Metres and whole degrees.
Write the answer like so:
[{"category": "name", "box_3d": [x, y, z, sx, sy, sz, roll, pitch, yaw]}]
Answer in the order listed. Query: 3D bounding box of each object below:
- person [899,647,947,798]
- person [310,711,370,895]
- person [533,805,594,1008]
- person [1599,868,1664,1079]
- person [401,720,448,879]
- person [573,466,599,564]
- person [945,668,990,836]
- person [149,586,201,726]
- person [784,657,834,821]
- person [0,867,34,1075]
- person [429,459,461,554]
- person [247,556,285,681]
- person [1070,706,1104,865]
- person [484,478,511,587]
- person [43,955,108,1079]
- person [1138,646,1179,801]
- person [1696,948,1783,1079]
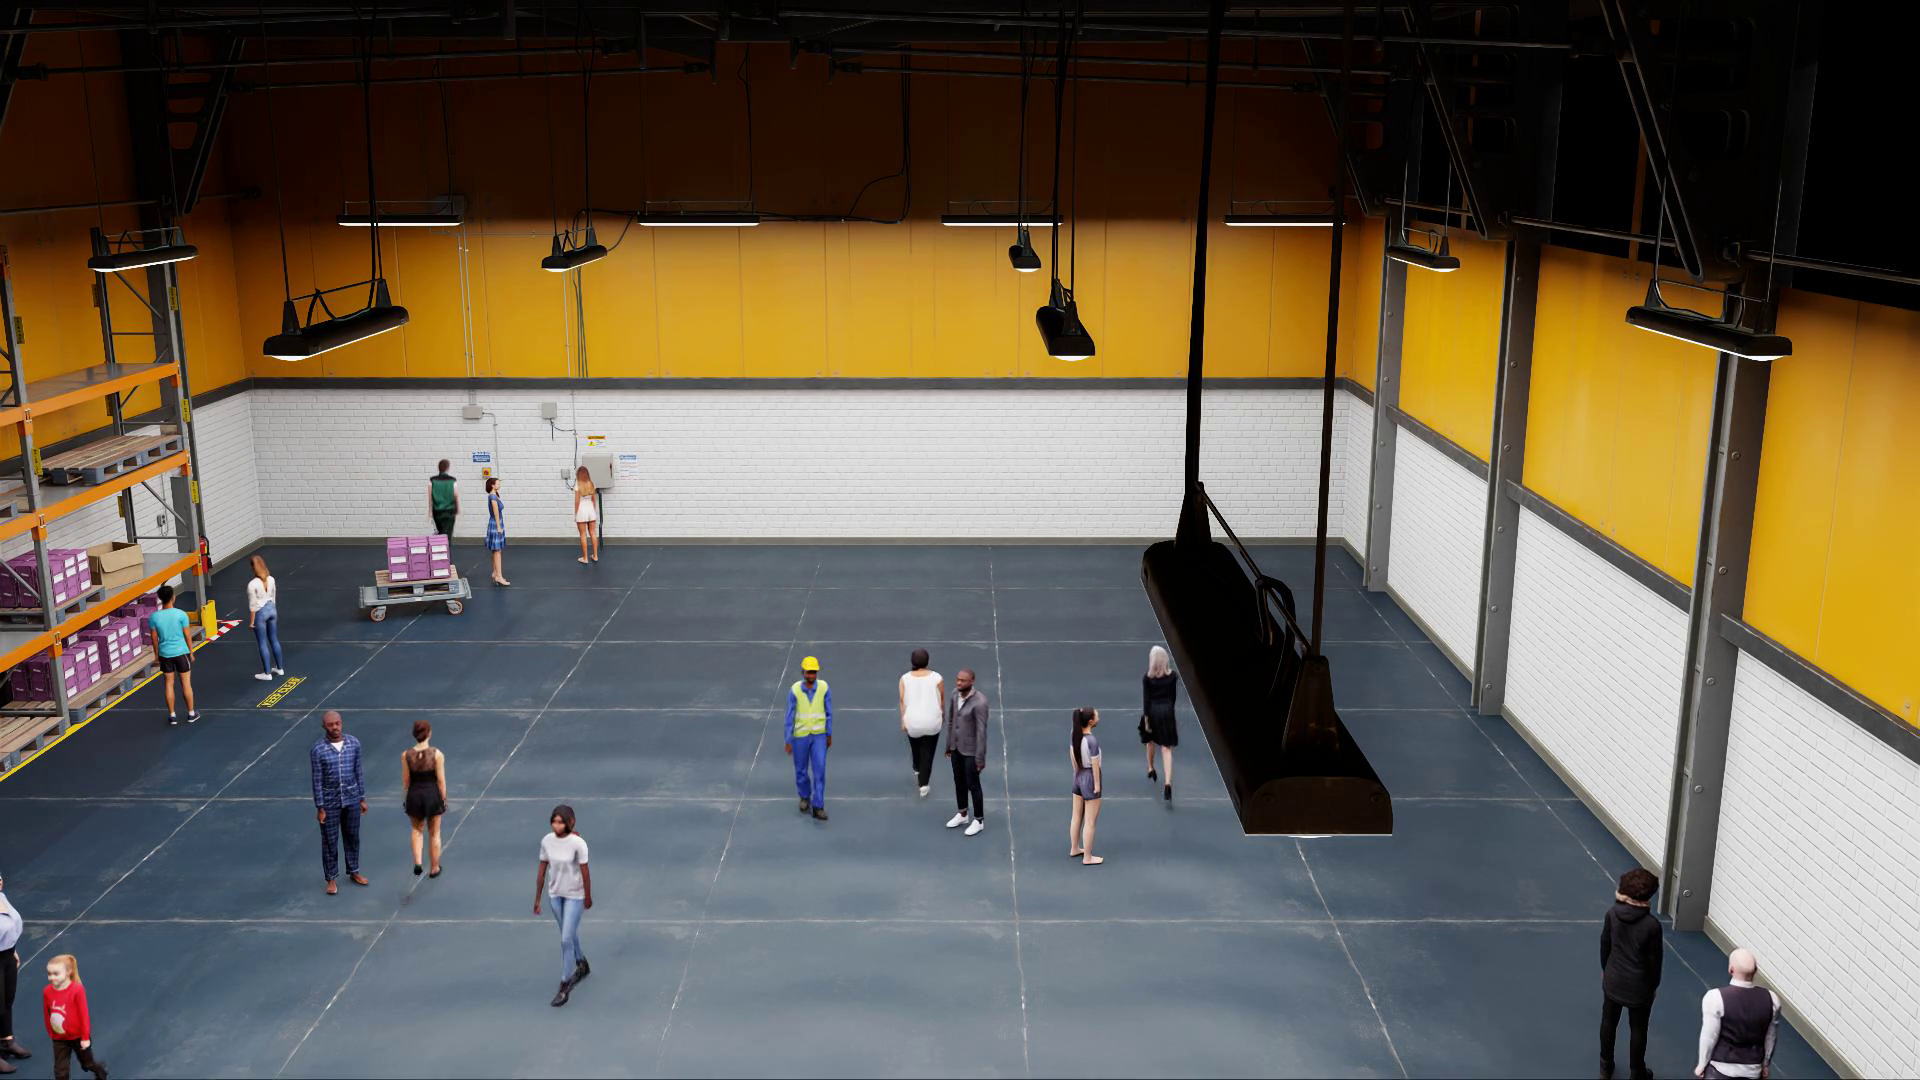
[{"category": "person", "box_3d": [-0.424, 2.062, 18.701, 0.772, 1.646, 1.122, 2, 14, 9]}, {"category": "person", "box_3d": [-6.116, 2.541, 16.353, 0.764, 1.819, 0.811, -12, 18, -40]}, {"category": "person", "box_3d": [-3.365, 3.078, 14.405, 0.819, 1.693, 1.050, 6, 15, 22]}, {"category": "person", "box_3d": [5.205, 3.393, 12.921, 0.725, 1.779, 0.778, 12, 18, 41]}, {"category": "person", "box_3d": [-5.318, 2.598, 16.444, 0.615, 1.666, 0.690, -1, 14, -4]}, {"category": "person", "box_3d": [-6.520, -0.456, 28.993, 0.669, 1.696, 0.722, -11, 17, -38]}, {"category": "person", "box_3d": [0.087, 2.220, 17.691, 0.852, 1.814, 0.772, -12, 18, -40]}, {"category": "person", "box_3d": [-9.911, 1.447, 20.966, 0.675, 1.776, 0.618, -4, 14, -16]}, {"category": "person", "box_3d": [-1.660, 2.115, 18.192, 0.837, 1.783, 1.066, -3, 14, -11]}, {"category": "person", "box_3d": [-7.619, 3.358, 13.143, 0.715, 1.743, 0.525, -1, 14, -6]}, {"category": "person", "box_3d": [-8.937, -0.452, 28.818, 0.763, 1.771, 1.181, -2, 14, -10]}, {"category": "person", "box_3d": [-9.499, 1.047, 22.719, 0.741, 1.728, 0.602, 6, 15, 24]}, {"category": "person", "box_3d": [1.282, 2.482, 16.957, 0.732, 1.650, 0.616, -8, 16, -29]}, {"category": "person", "box_3d": [-7.661, -0.152, 27.505, 0.807, 1.806, 0.664, -6, 15, -24]}, {"category": "person", "box_3d": [-6.710, 3.732, 12.612, 0.533, 1.266, 0.850, -1, 14, -4]}, {"category": "person", "box_3d": [2.259, 2.071, 18.560, 0.678, 1.694, 1.215, -1, 14, -5]}, {"category": "person", "box_3d": [5.384, 3.692, 11.588, 0.680, 1.825, 0.578, 0, 14, -1]}]
